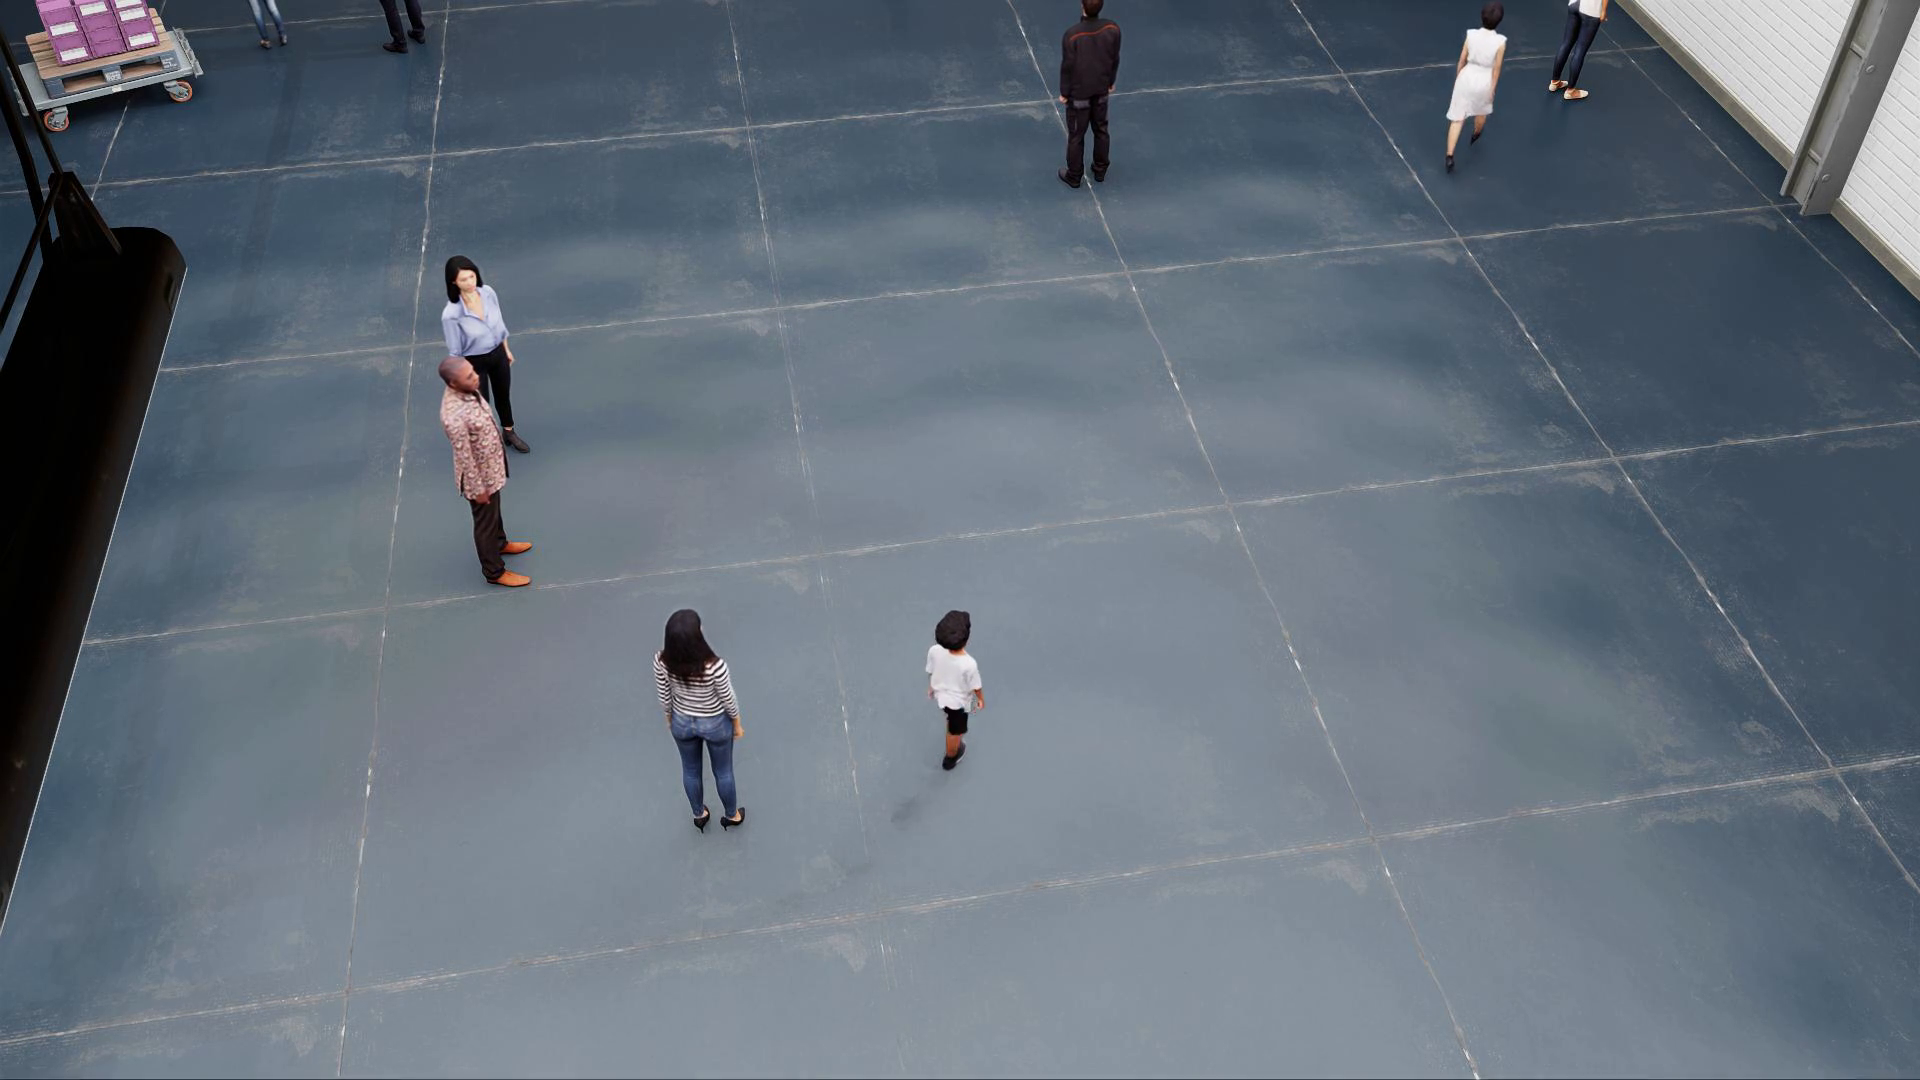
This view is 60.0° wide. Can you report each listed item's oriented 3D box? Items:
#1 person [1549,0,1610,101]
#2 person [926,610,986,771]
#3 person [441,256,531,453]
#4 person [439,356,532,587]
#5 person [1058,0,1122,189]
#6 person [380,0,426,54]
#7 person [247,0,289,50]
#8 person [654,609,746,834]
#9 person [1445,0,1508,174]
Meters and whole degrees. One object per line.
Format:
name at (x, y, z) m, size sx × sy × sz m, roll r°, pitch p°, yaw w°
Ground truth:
person at (5.964, -5.077, 15.850) m, size 0.704 × 1.785 × 0.561 m, roll -20°, pitch 47°, yaw -20°
person at (-0.067, 0.942, 9.919) m, size 0.659 × 1.252 × 0.724 m, roll 22°, pitch 48°, yaw 22°
person at (-3.407, -1.279, 11.893) m, size 0.778 × 1.744 × 0.733 m, roll 29°, pitch 51°, yaw 27°
person at (-3.189, -0.479, 11.008) m, size 0.752 × 1.808 × 0.517 m, roll -5°, pitch 44°, yaw -5°
person at (1.133, -3.978, 14.659) m, size 0.759 × 1.837 × 0.631 m, roll -14°, pitch 45°, yaw -14°
person at (-5.704, -5.784, 16.551) m, size 0.861 × 1.842 × 0.790 m, roll 24°, pitch 49°, yaw 23°
person at (-7.092, -5.599, 16.742) m, size 0.531 × 1.310 × 0.549 m, roll -20°, pitch 47°, yaw -20°
person at (-1.462, 1.052, 9.408) m, size 0.631 × 1.797 × 0.577 m, roll 5°, pitch 44°, yaw 6°
person at (4.609, -4.024, 14.948) m, size 0.917 × 1.505 × 1.072 m, roll 18°, pitch 47°, yaw 18°
